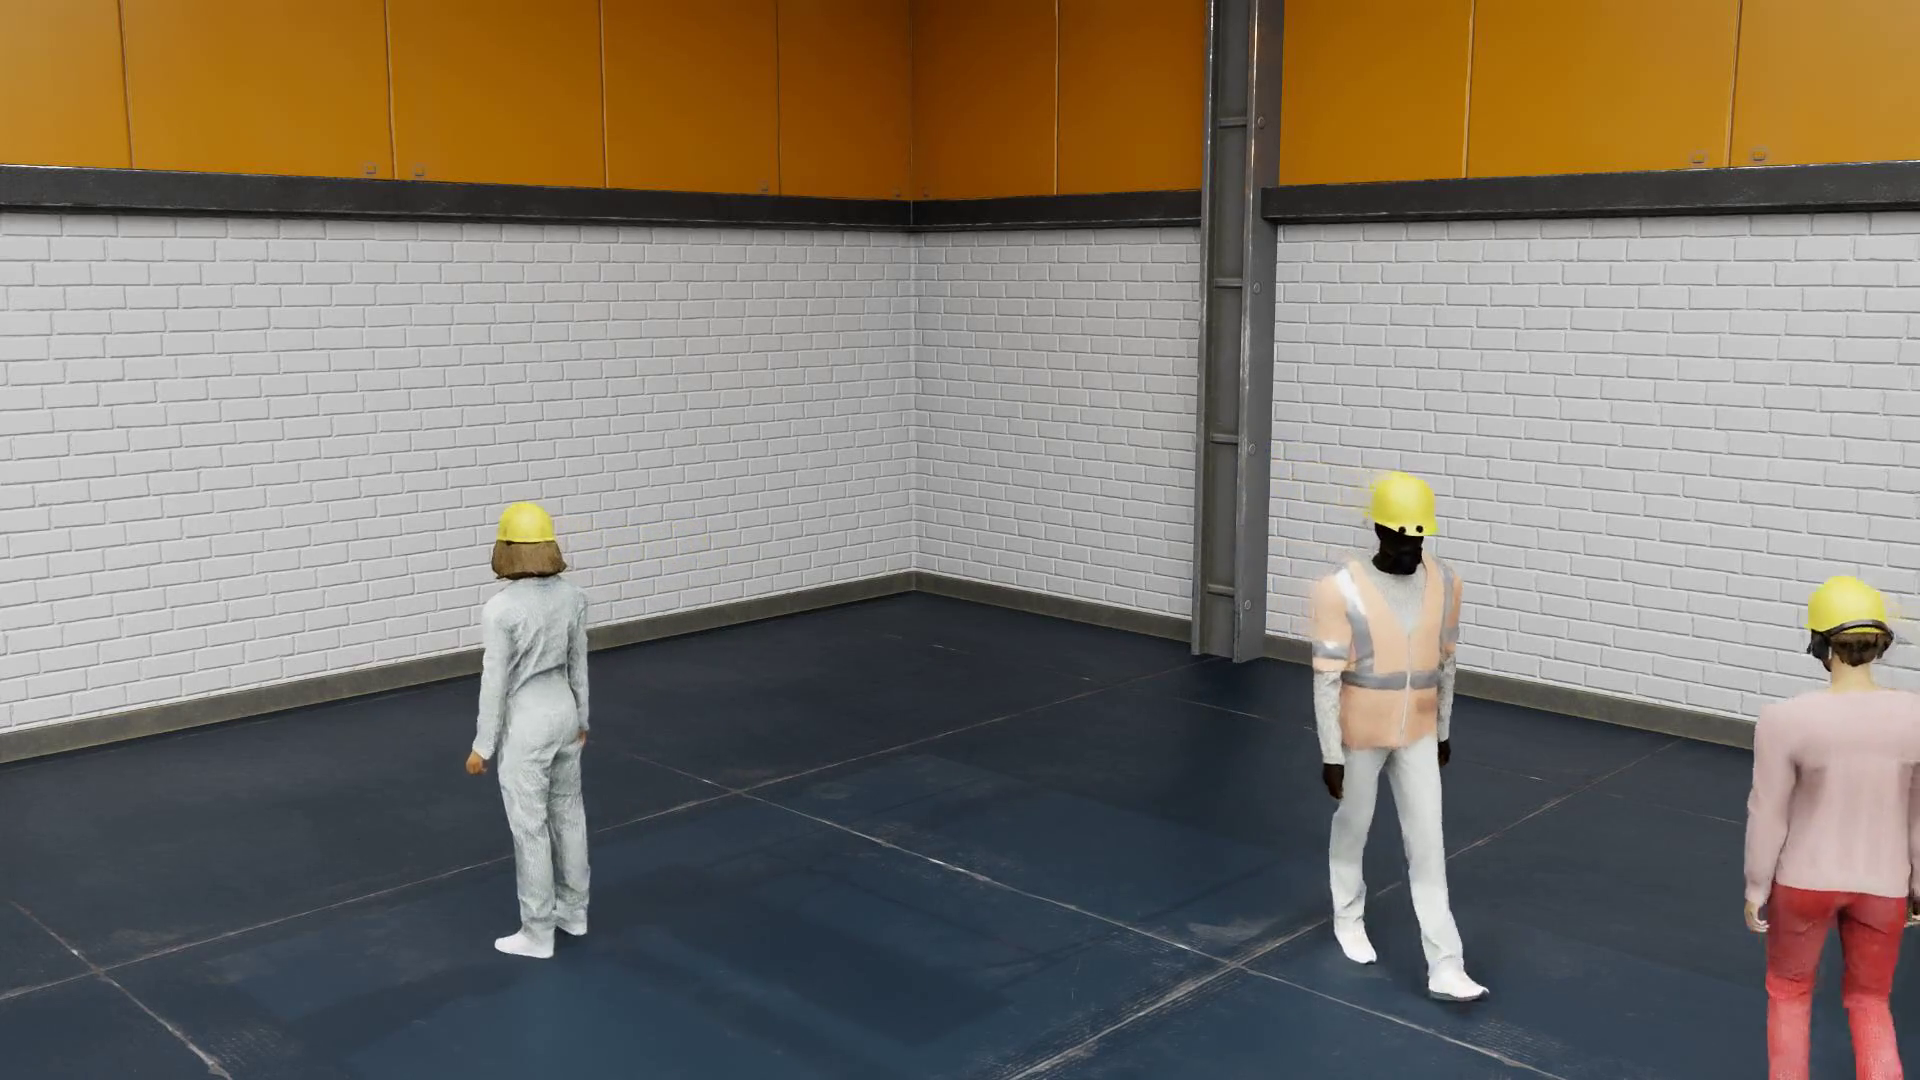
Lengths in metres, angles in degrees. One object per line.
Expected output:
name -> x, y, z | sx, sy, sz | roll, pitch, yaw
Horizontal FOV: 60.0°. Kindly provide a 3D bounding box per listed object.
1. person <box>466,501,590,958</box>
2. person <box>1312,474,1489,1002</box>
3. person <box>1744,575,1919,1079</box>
person -> -1.623, 0.717, 6.334 | 0.297, 1.743, 0.493 | 5, 11, 30
person -> 1.568, 0.705, 5.958 | 0.617, 1.877, 0.937 | -2, 9, -12
person -> 2.496, 0.977, 4.697 | 0.527, 1.744, 0.573 | 2, 9, 10
